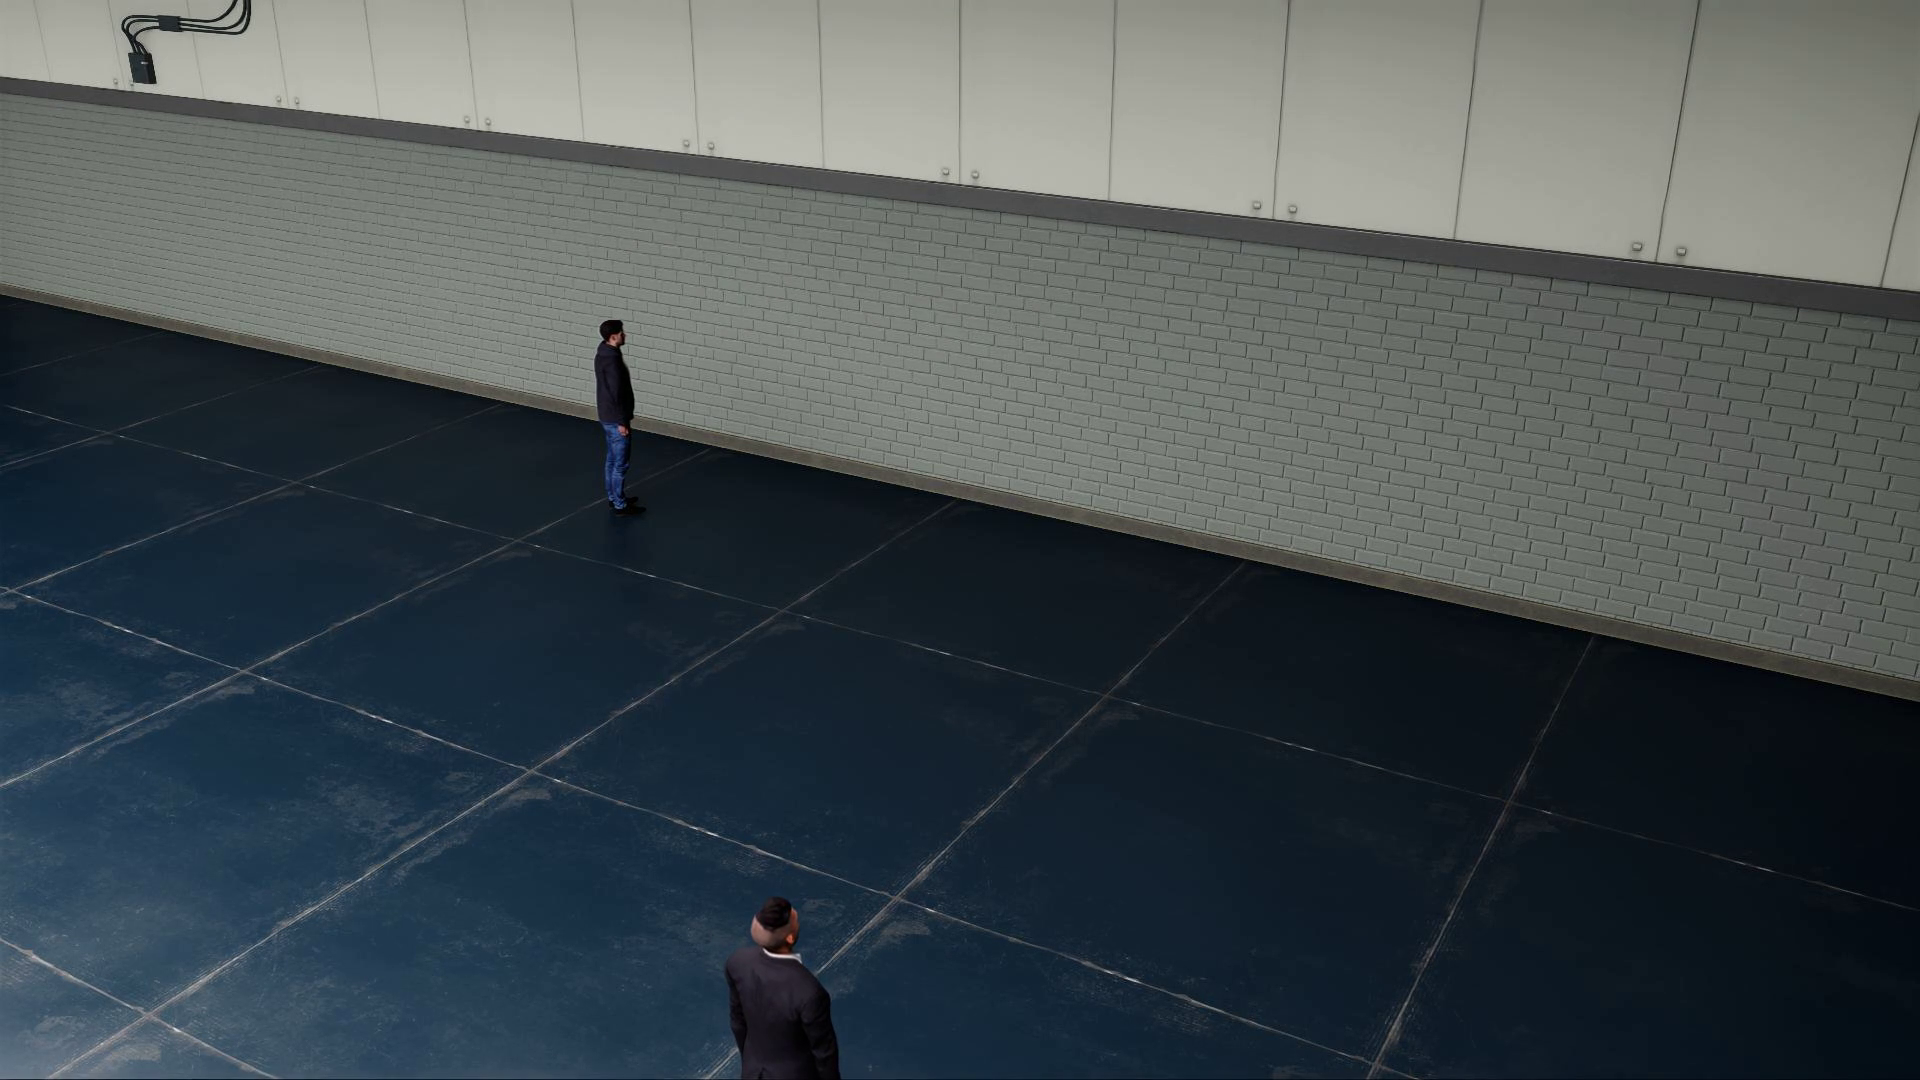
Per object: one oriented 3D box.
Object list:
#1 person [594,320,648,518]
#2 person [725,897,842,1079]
[{"bbox_3d":[-3.250,-1.158,15.661,0.778,1.893,0.764,-10,25,-23],"label":"person"},{"bbox_3d":[-0.776,2.356,7.324,0.693,1.950,0.577,13,26,29],"label":"person"}]
